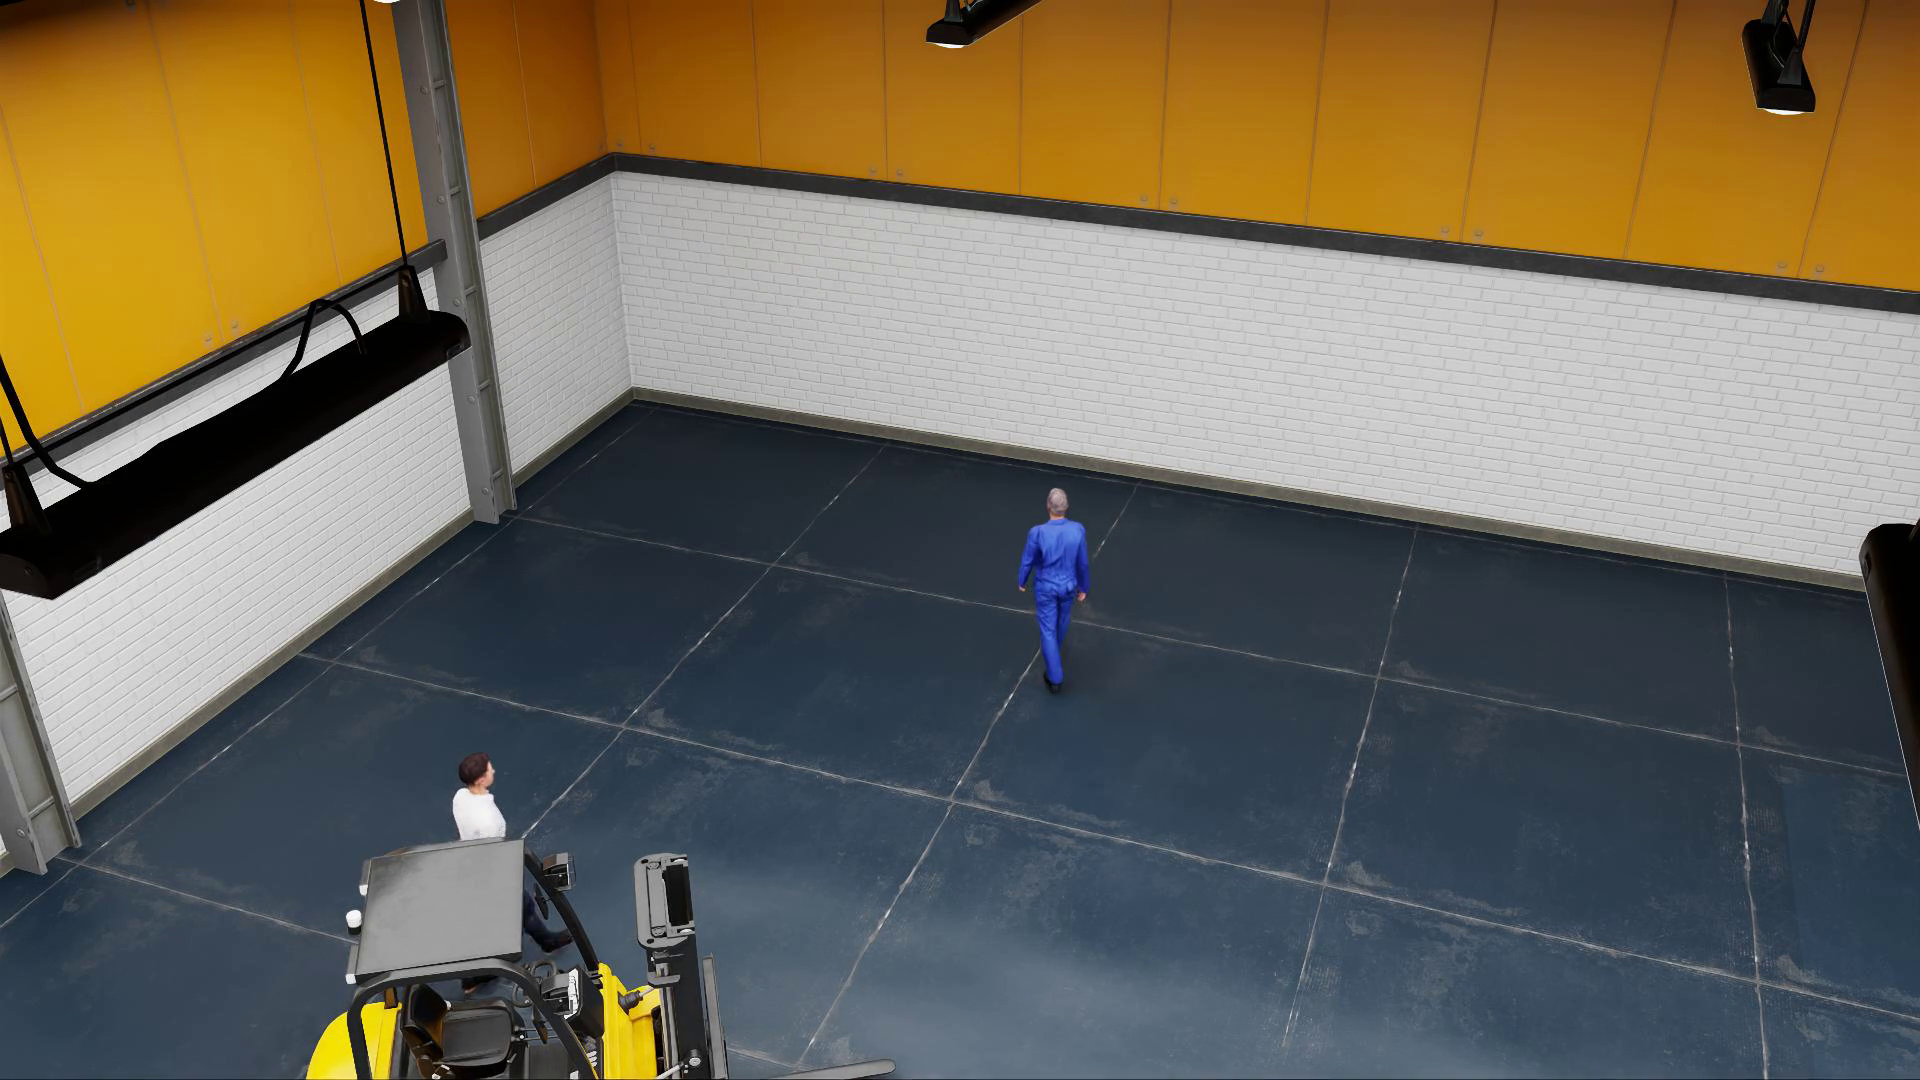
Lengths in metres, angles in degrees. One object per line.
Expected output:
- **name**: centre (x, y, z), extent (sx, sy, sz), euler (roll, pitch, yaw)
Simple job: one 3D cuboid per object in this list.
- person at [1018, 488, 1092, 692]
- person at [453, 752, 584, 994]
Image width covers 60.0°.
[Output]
- **person**: centre (0.855, 0.472, 14.459), extent (1.129, 1.789, 1.256), euler (-7, 29, -12)
- **person**: centre (-3.254, 2.262, 11.126), extent (1.224, 1.838, 0.992), euler (-24, 37, -37)
